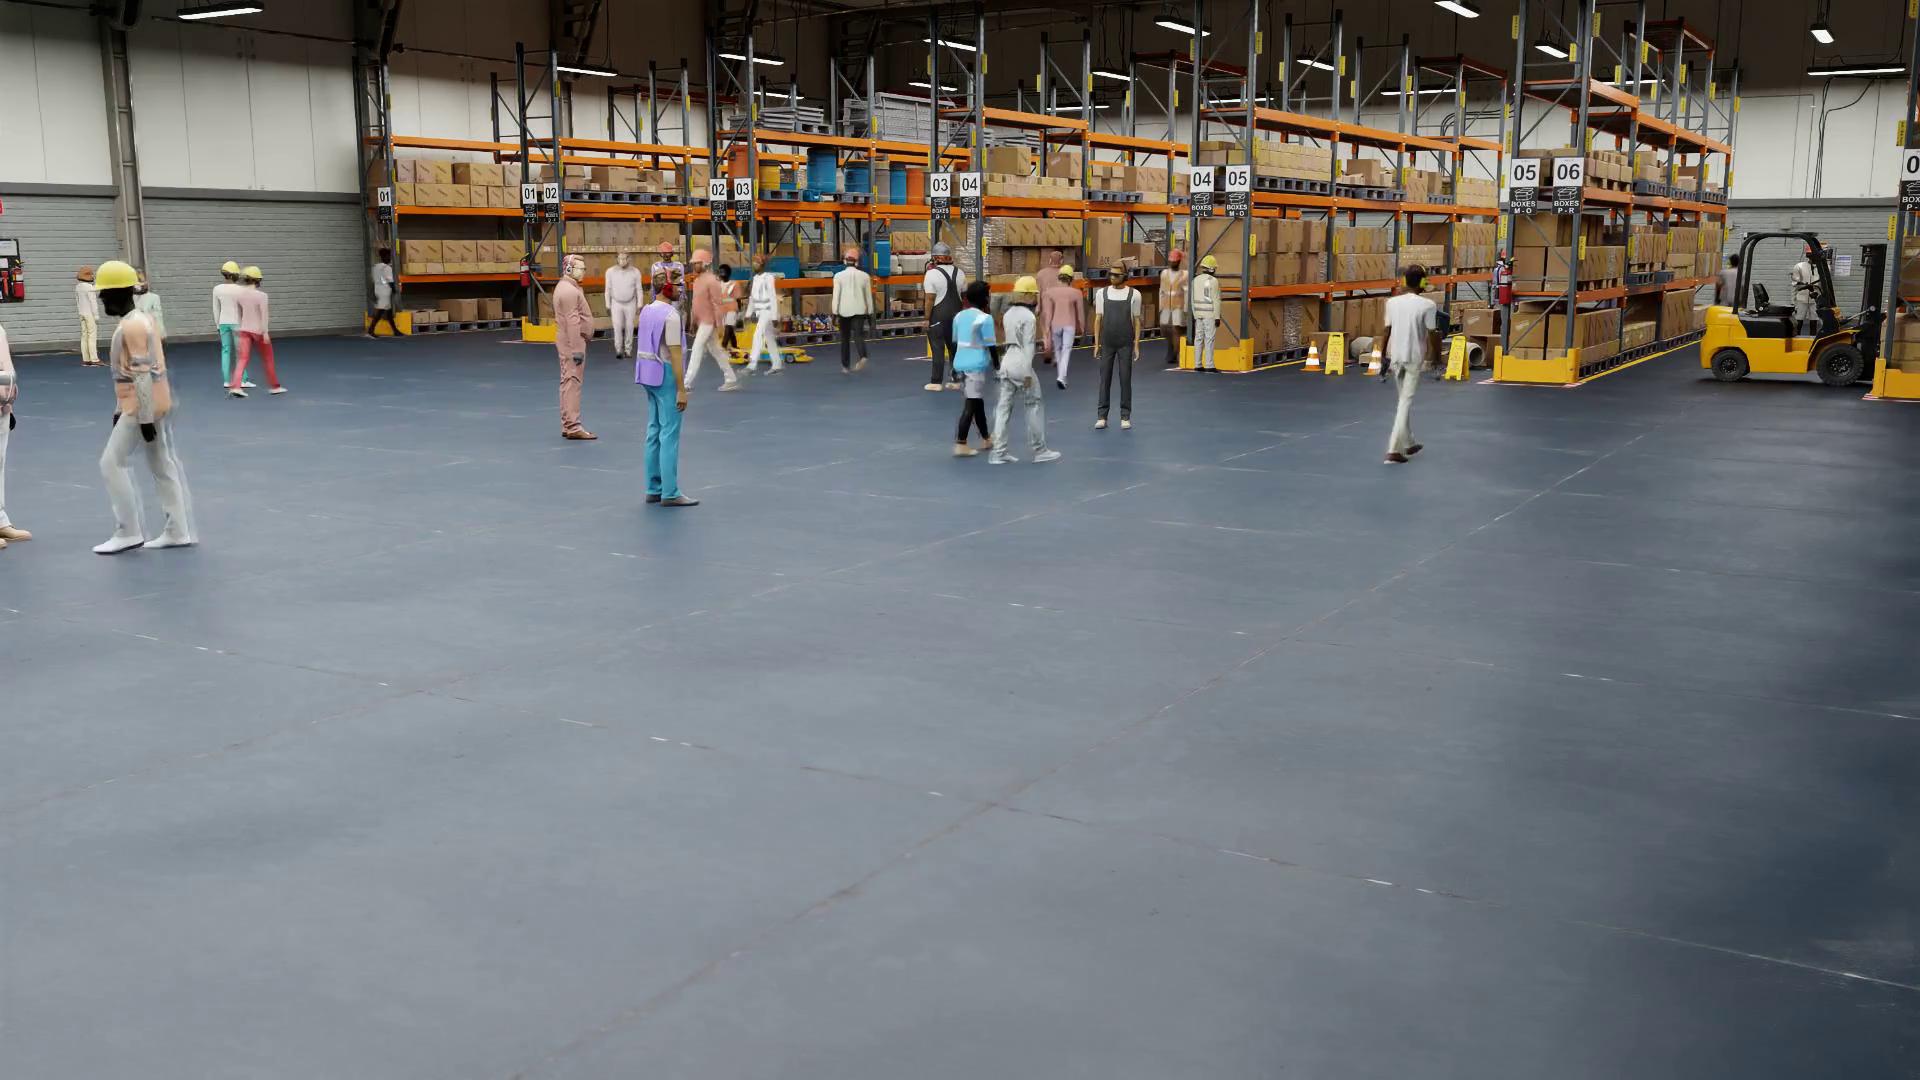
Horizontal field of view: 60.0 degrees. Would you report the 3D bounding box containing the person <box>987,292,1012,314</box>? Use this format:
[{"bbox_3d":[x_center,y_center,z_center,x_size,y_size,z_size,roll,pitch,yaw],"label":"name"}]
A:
[{"bbox_3d":[0.809,-4.813,32.973,0.626,1.931,0.376,0,10,1],"label":"person"}]

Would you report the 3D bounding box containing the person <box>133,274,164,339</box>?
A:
[{"bbox_3d":[-11.315,-2.876,23.054,0.504,1.594,0.830,-5,11,-26],"label":"person"}]

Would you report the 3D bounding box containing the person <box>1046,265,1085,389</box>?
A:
[{"bbox_3d":[1.456,-2.987,23.314,0.535,1.729,0.886,3,11,18],"label":"person"}]

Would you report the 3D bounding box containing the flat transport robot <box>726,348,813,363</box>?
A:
[{"bbox_3d":[-3.284,-3.139,28.230,1.431,0.197,0.652,-4,11,-23],"label":"flat transport robot"}]

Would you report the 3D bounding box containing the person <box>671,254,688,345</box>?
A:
[{"bbox_3d":[-5.632,-4.734,32.855,0.595,1.814,0.542,4,11,23],"label":"person"}]

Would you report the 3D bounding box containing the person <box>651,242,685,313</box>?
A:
[{"bbox_3d":[-5.343,-4.421,30.448,0.614,2.041,0.390,0,10,-3],"label":"person"}]

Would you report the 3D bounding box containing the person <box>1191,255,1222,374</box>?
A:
[{"bbox_3d":[3.854,-3.499,25.870,0.404,1.831,0.600,-6,12,-31],"label":"person"}]

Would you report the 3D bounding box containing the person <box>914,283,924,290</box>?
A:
[{"bbox_3d":[-1.258,-8.444,54.125,0.500,1.633,0.282,-4,11,-22],"label":"person"}]

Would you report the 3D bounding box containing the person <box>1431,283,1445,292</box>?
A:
[{"bbox_3d":[11.965,-6.257,41.949,0.595,1.607,0.533,5,12,28],"label":"person"}]

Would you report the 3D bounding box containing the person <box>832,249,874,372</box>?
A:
[{"bbox_3d":[-1.646,-3.543,25.828,0.671,1.950,0.897,-2,10,-14],"label":"person"}]

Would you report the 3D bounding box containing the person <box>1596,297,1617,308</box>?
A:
[{"bbox_3d":[13.783,-5.202,35.225,0.639,1.902,0.407,4,11,20],"label":"person"}]

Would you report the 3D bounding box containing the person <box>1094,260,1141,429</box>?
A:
[{"bbox_3d":[1.714,-2.123,18.145,0.506,1.841,0.346,2,10,11],"label":"person"}]

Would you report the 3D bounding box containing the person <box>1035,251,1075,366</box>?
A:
[{"bbox_3d":[1.596,-3.847,27.668,0.672,1.885,0.609,1,10,7],"label":"person"}]

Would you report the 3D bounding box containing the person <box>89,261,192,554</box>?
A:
[{"bbox_3d":[-5.453,-0.858,10.874,0.718,1.899,0.604,-3,11,-17],"label":"person"}]

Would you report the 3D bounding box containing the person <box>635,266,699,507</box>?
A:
[{"bbox_3d":[-2.293,-1.179,12.838,0.373,1.843,0.572,-7,12,-35],"label":"person"}]

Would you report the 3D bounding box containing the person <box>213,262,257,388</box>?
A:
[{"bbox_3d":[-10.172,-3.006,23.297,0.534,1.767,0.317,2,10,12],"label":"person"}]

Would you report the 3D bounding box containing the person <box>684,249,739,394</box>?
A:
[{"bbox_3d":[-3.456,-2.945,22.473,1.054,1.941,0.637,-5,11,-28],"label":"person"}]

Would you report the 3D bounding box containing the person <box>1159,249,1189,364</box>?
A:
[{"bbox_3d":[3.594,-3.930,28.021,0.561,1.923,0.417,6,12,30],"label":"person"}]

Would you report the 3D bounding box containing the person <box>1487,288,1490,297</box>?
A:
[{"bbox_3d":[13.541,-6.252,41.911,0.541,1.597,0.671,-4,11,-22],"label":"person"}]

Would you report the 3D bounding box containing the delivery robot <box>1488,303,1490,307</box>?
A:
[{"bbox_3d":[13.101,-5.622,41.078,0.477,0.478,0.707,-3,10,-15],"label":"delivery robot"}]

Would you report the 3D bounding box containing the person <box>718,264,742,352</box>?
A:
[{"bbox_3d":[-4.132,-4.012,29.253,0.548,1.643,0.875,6,12,31],"label":"person"}]

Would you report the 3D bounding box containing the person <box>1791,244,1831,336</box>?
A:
[{"bbox_3d":[14.964,-4.217,29.304,0.605,2.044,0.375,5,11,27],"label":"person"}]

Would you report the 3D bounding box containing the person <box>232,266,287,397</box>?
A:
[{"bbox_3d":[-9.364,-2.756,22.023,0.536,1.722,0.897,3,11,16],"label":"person"}]

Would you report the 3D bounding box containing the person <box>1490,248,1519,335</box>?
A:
[{"bbox_3d":[9.991,-4.374,30.479,0.545,1.938,0.356,6,12,31],"label":"person"}]

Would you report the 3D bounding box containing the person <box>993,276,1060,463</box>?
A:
[{"bbox_3d":[0.622,-1.564,15.346,0.755,1.713,0.502,-7,12,-35],"label":"person"}]

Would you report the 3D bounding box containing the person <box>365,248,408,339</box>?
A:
[{"bbox_3d":[-12.271,-5.227,35.331,0.976,1.918,0.613,-10,14,-43],"label":"person"}]

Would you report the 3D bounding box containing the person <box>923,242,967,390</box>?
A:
[{"bbox_3d":[-0.268,-3.090,22.995,0.673,2.000,0.536,-8,13,-38],"label":"person"}]

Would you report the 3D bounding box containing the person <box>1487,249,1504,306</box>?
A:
[{"bbox_3d":[13.405,-6.310,41.488,0.542,1.880,0.638,-6,12,-29],"label":"person"}]

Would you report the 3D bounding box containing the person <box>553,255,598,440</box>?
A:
[{"bbox_3d":[-3.990,-1.995,17.255,0.403,1.904,0.637,-4,11,-19],"label":"person"}]

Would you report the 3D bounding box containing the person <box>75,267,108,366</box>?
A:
[{"bbox_3d":[-14.385,-3.686,27.476,0.497,1.633,0.285,7,12,33],"label":"person"}]

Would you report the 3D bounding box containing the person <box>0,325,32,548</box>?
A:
[{"bbox_3d":[-6.526,-0.868,11.108,0.429,1.845,0.621,0,10,-1],"label":"person"}]

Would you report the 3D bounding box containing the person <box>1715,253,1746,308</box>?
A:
[{"bbox_3d":[14.683,-4.546,31.707,0.518,1.847,0.823,4,11,23],"label":"person"}]

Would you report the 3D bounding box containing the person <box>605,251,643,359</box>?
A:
[{"bbox_3d":[-5.878,-4.103,29.135,0.663,1.862,0.947,-2,10,-12],"label":"person"}]

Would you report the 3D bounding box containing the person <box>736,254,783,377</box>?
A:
[{"bbox_3d":[-3.095,-3.413,25.354,0.902,1.845,0.583,-5,11,-25],"label":"person"}]

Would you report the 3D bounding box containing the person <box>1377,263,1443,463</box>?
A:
[{"bbox_3d":[4.232,-1.644,15.487,0.917,1.825,0.542,-10,14,-44],"label":"person"}]

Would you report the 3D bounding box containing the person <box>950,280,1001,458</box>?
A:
[{"bbox_3d":[0.227,-1.632,15.857,0.764,1.665,0.548,-7,12,-35],"label":"person"}]
